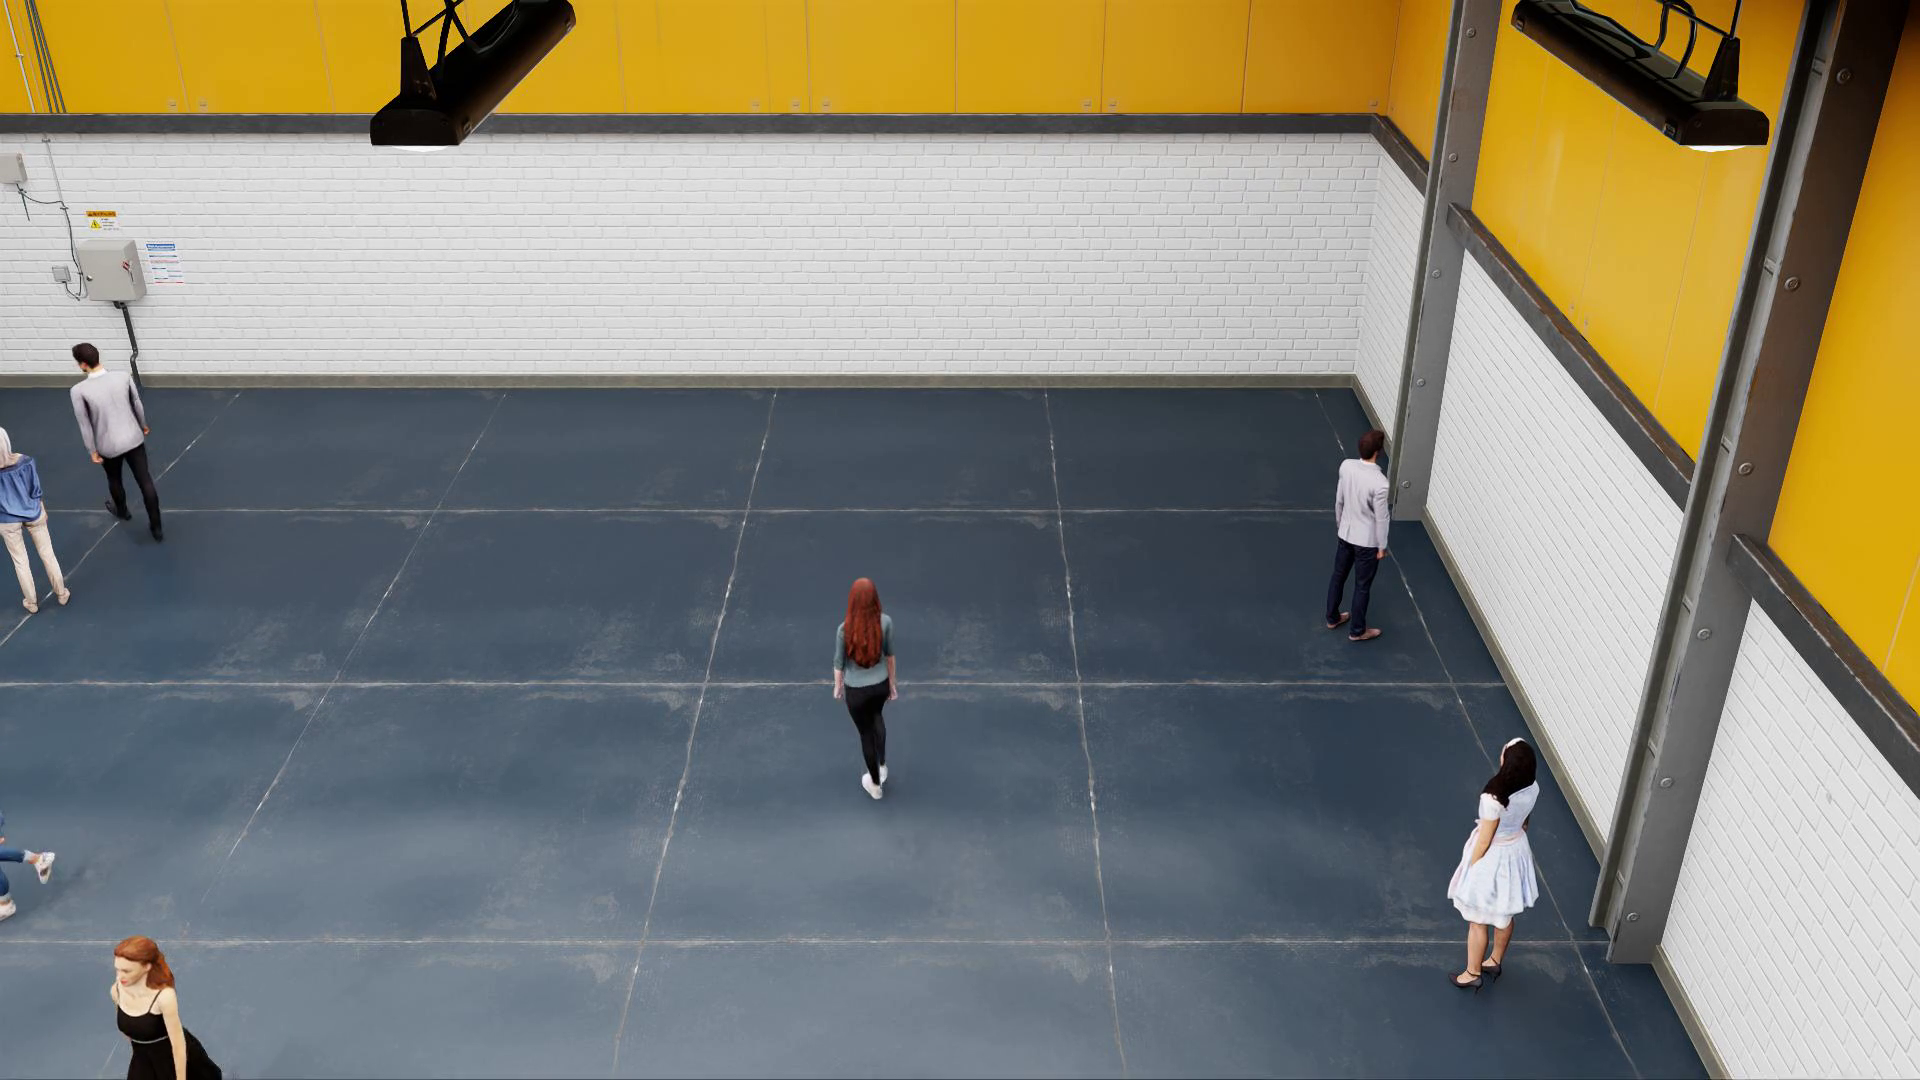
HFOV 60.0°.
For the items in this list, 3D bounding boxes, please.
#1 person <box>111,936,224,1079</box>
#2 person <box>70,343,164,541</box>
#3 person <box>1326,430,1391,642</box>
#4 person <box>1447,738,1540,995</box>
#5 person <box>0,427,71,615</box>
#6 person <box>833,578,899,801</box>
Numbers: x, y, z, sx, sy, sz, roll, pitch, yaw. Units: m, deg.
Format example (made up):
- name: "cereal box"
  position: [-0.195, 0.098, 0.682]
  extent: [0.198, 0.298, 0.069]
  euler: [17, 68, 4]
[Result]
- name: "person"
  position: [-4.145, 2.715, 8.843]
  extent: [0.813, 1.576, 1.152]
  euler: [7, 29, 13]
- name: "person"
  position: [-7.576, -0.847, 15.057]
  extent: [1.183, 1.878, 1.269]
  euler: [-21, 35, -33]
- name: "person"
  position: [3.271, -0.050, 13.624]
  extent: [0.825, 1.852, 0.723]
  euler: [-19, 34, -30]
- name: "person"
  position: [3.220, 1.959, 9.977]
  extent: [0.841, 1.817, 0.886]
  euler: [-15, 32, -25]
- name: "person"
  position: [-7.923, -0.182, 14.026]
  extent: [0.708, 1.697, 0.742]
  euler: [-19, 34, -31]
- name: "person"
  position: [-0.627, 1.096, 11.649]
  extent: [0.676, 1.731, 0.713]
  euler: [-12, 31, -21]
